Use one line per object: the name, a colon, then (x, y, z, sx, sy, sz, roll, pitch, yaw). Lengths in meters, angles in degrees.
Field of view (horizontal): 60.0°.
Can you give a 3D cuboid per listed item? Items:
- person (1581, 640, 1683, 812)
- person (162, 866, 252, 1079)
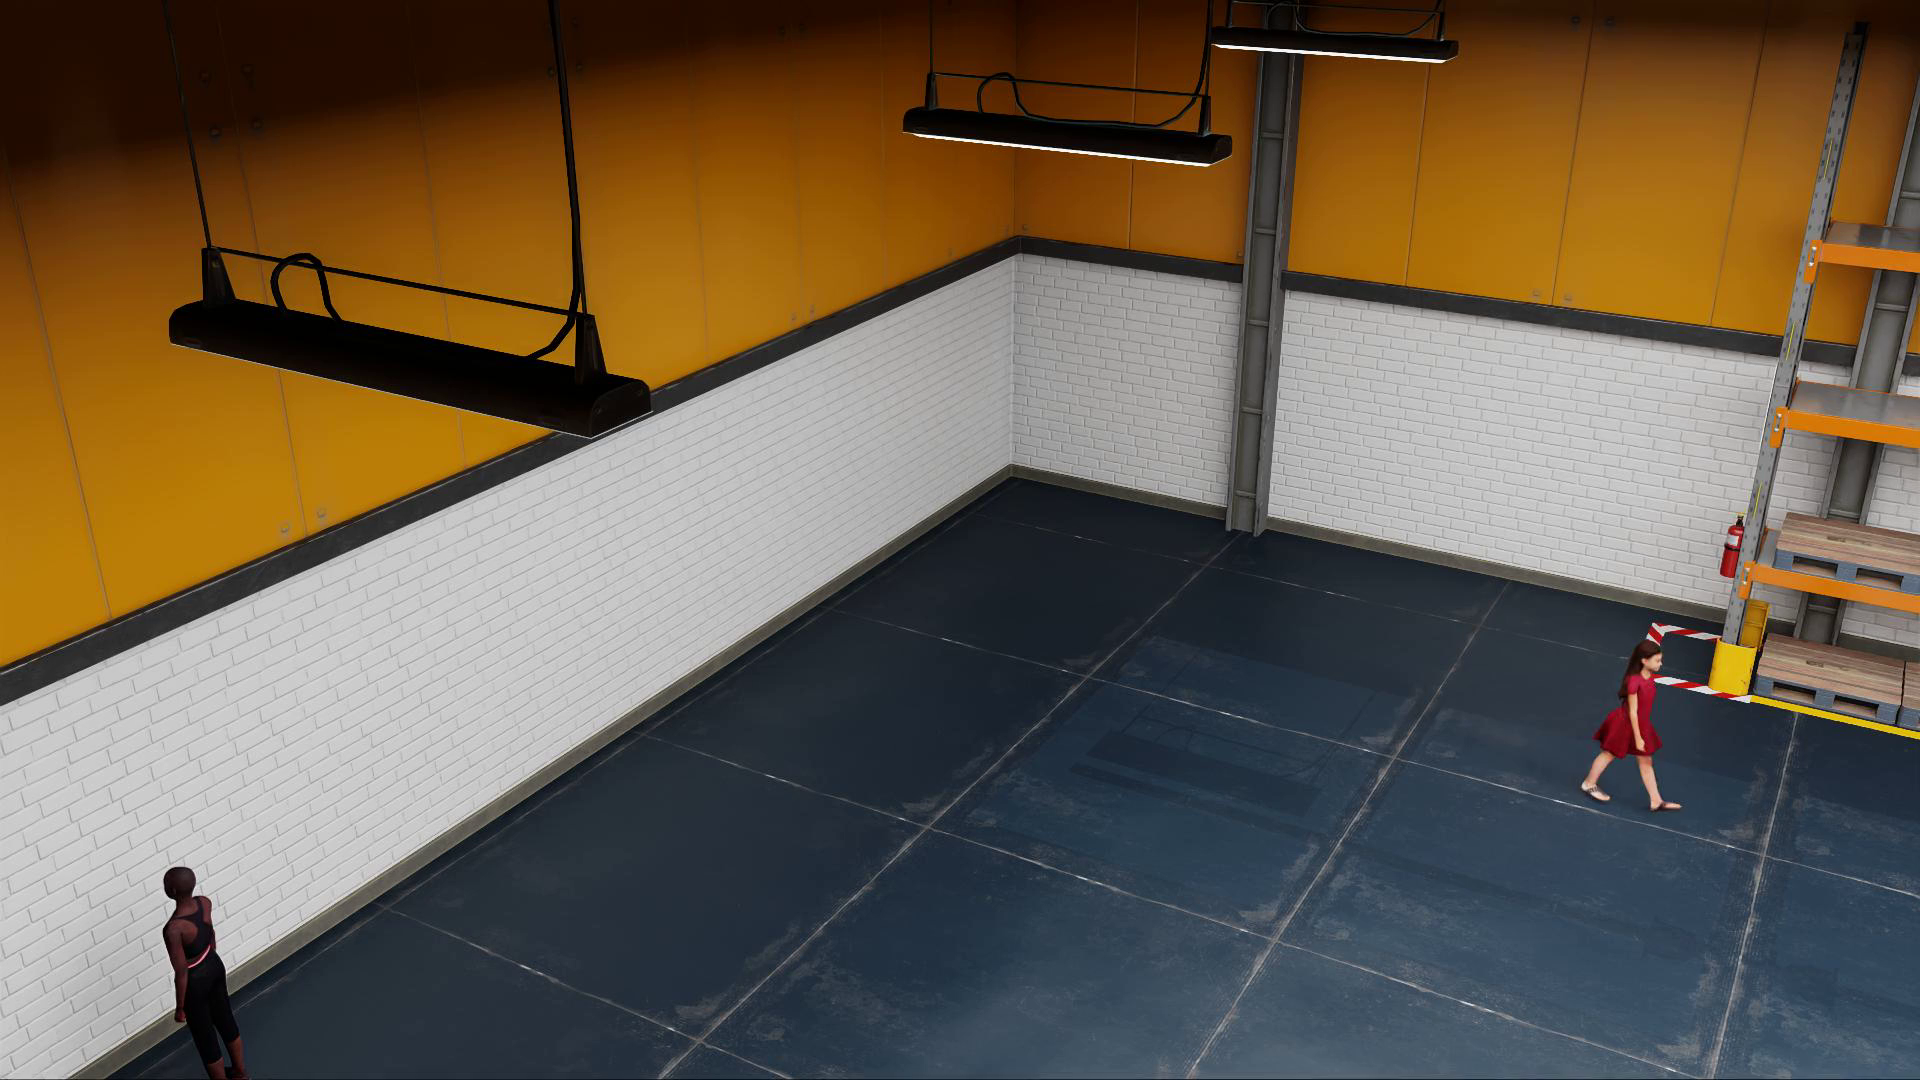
person: (5.437, 1.512, 13.707, 0.758, 1.513, 1.089, -19, 30, -37)
person: (-4.763, 2.797, 10.460, 0.646, 1.758, 0.660, 4, 24, 8)
